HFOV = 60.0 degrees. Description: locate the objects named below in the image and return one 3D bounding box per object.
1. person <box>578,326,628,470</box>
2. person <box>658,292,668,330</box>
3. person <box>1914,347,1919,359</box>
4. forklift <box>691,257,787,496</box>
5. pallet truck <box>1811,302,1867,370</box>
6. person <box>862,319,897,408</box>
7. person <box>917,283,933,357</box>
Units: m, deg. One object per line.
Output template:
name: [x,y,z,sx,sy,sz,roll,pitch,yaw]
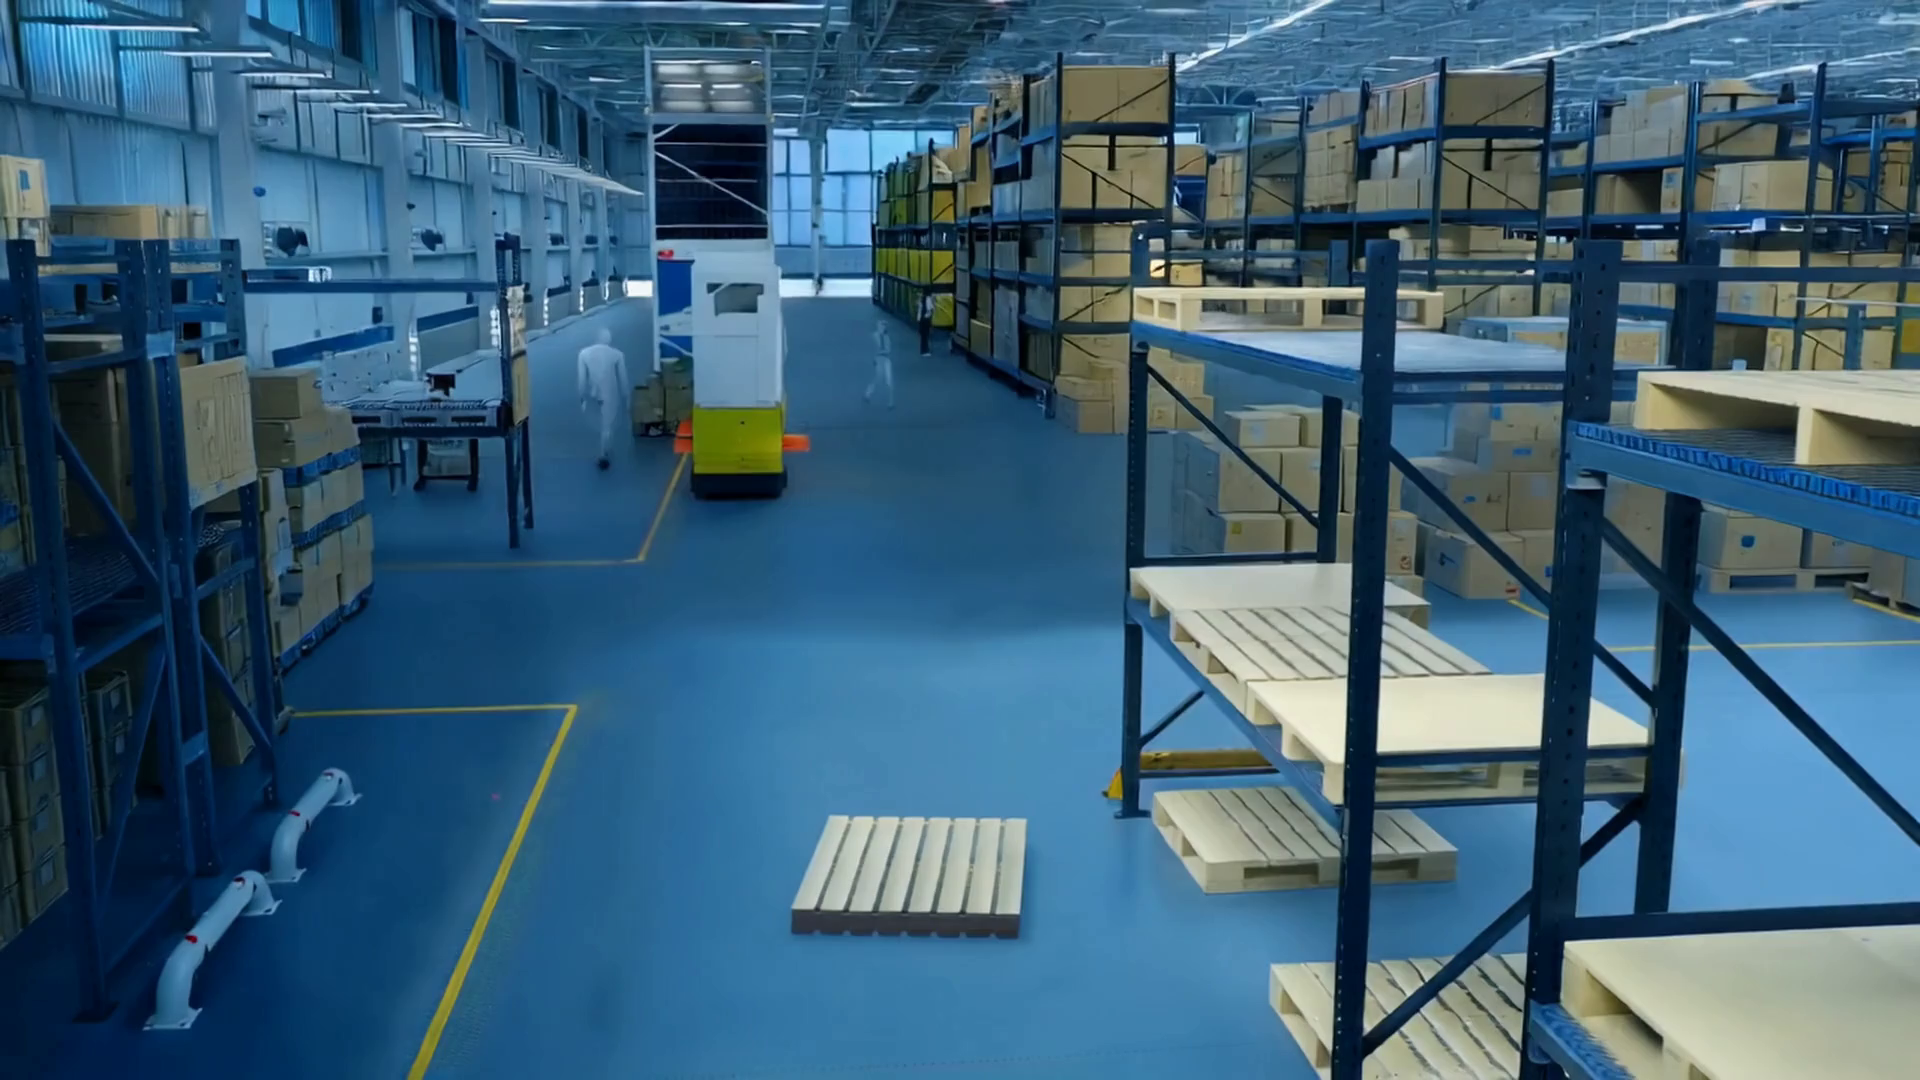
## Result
person: [-4.738,-1.912,22.259,0.621,1.888,0.968,1,10,5]
person: [-8.843,-6.948,50.474,0.626,1.795,0.979,-4,11,-22]
person: [10.743,-1.273,18.510,0.687,1.964,0.607,2,11,13]
forklift: [-2.692,-2.023,20.143,1.129,2.768,1.873,-1,10,-6]
pallet truck: [15.846,-3.142,28.793,1.885,1.965,0.823,2,10,12]
person: [-1.468,-3.222,30.282,0.662,1.616,0.517,10,14,44]
person: [-0.914,-5.750,43.458,0.391,1.920,0.593,2,10,9]
